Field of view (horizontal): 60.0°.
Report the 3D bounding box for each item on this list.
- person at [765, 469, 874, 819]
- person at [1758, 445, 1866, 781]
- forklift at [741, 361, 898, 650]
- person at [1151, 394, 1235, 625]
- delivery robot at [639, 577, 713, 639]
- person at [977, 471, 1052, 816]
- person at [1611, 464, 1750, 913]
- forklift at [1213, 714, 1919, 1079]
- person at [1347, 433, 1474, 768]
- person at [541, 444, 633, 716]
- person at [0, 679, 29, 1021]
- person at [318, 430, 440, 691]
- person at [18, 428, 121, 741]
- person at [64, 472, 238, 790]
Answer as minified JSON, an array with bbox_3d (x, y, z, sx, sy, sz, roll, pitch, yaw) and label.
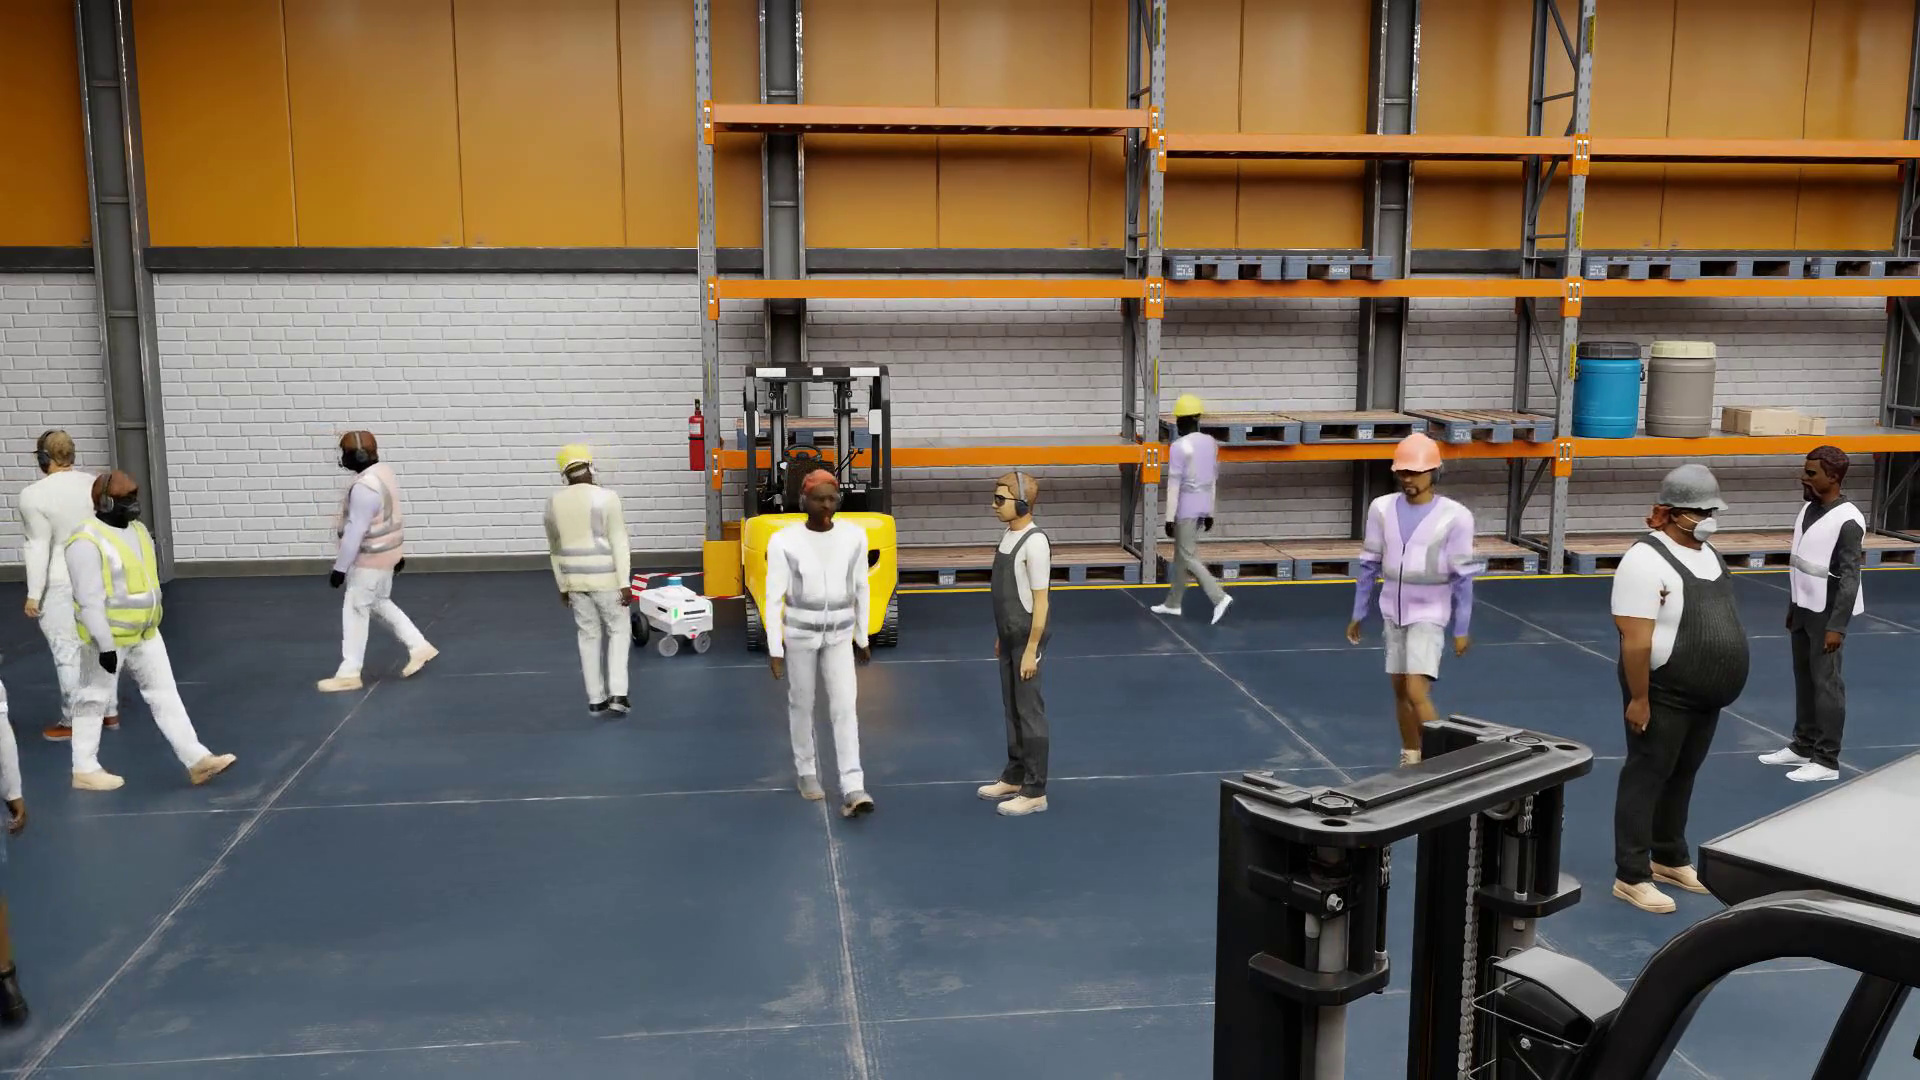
[{"bbox_3d":[-0.722,0.561,8.838,0.605,1.836,0.941,-3,10,-18],"label":"person"},{"bbox_3d":[4.915,0.417,9.499,0.392,1.920,0.587,0,9,2],"label":"person"},{"bbox_3d":[-1.154,-0.340,13.365,1.214,2.155,2.313,-1,9,-7],"label":"forklift"},{"bbox_3d":[1.939,-0.260,13.779,0.855,1.901,0.602,8,12,41],"label":"person"},{"bbox_3d":[-2.183,0.526,12.771,0.477,0.478,0.707,-6,11,-33],"label":"delivery robot"},{"bbox_3d":[0.310,0.546,8.924,0.343,1.846,0.507,-3,10,-19],"label":"person"},{"bbox_3d":[3.303,0.661,7.594,0.689,2.000,0.538,-7,12,-38],"label":"person"},{"bbox_3d":[1.441,1.425,2.350,1.214,2.155,2.313,-7,12,-39],"label":"forklift"},{"bbox_3d":[2.465,0.425,9.143,0.575,2.024,0.634,-8,12,-42],"label":"person"},{"bbox_3d":[-2.401,0.271,10.867,0.655,1.785,0.404,3,10,17],"label":"person"},{"bbox_3d":[-3.860,0.954,6.221,0.560,1.890,0.582,-9,13,-44],"label":"person"},{"bbox_3d":[-4.100,0.143,11.550,0.803,1.815,0.669,-1,9,-9],"label":"person"},{"bbox_3d":[-5.515,0.276,10.314,0.353,1.937,0.635,3,10,19],"label":"person"},{"bbox_3d":[-4.573,0.522,9.224,0.935,1.792,0.653,1,9,8],"label":"person"}]
